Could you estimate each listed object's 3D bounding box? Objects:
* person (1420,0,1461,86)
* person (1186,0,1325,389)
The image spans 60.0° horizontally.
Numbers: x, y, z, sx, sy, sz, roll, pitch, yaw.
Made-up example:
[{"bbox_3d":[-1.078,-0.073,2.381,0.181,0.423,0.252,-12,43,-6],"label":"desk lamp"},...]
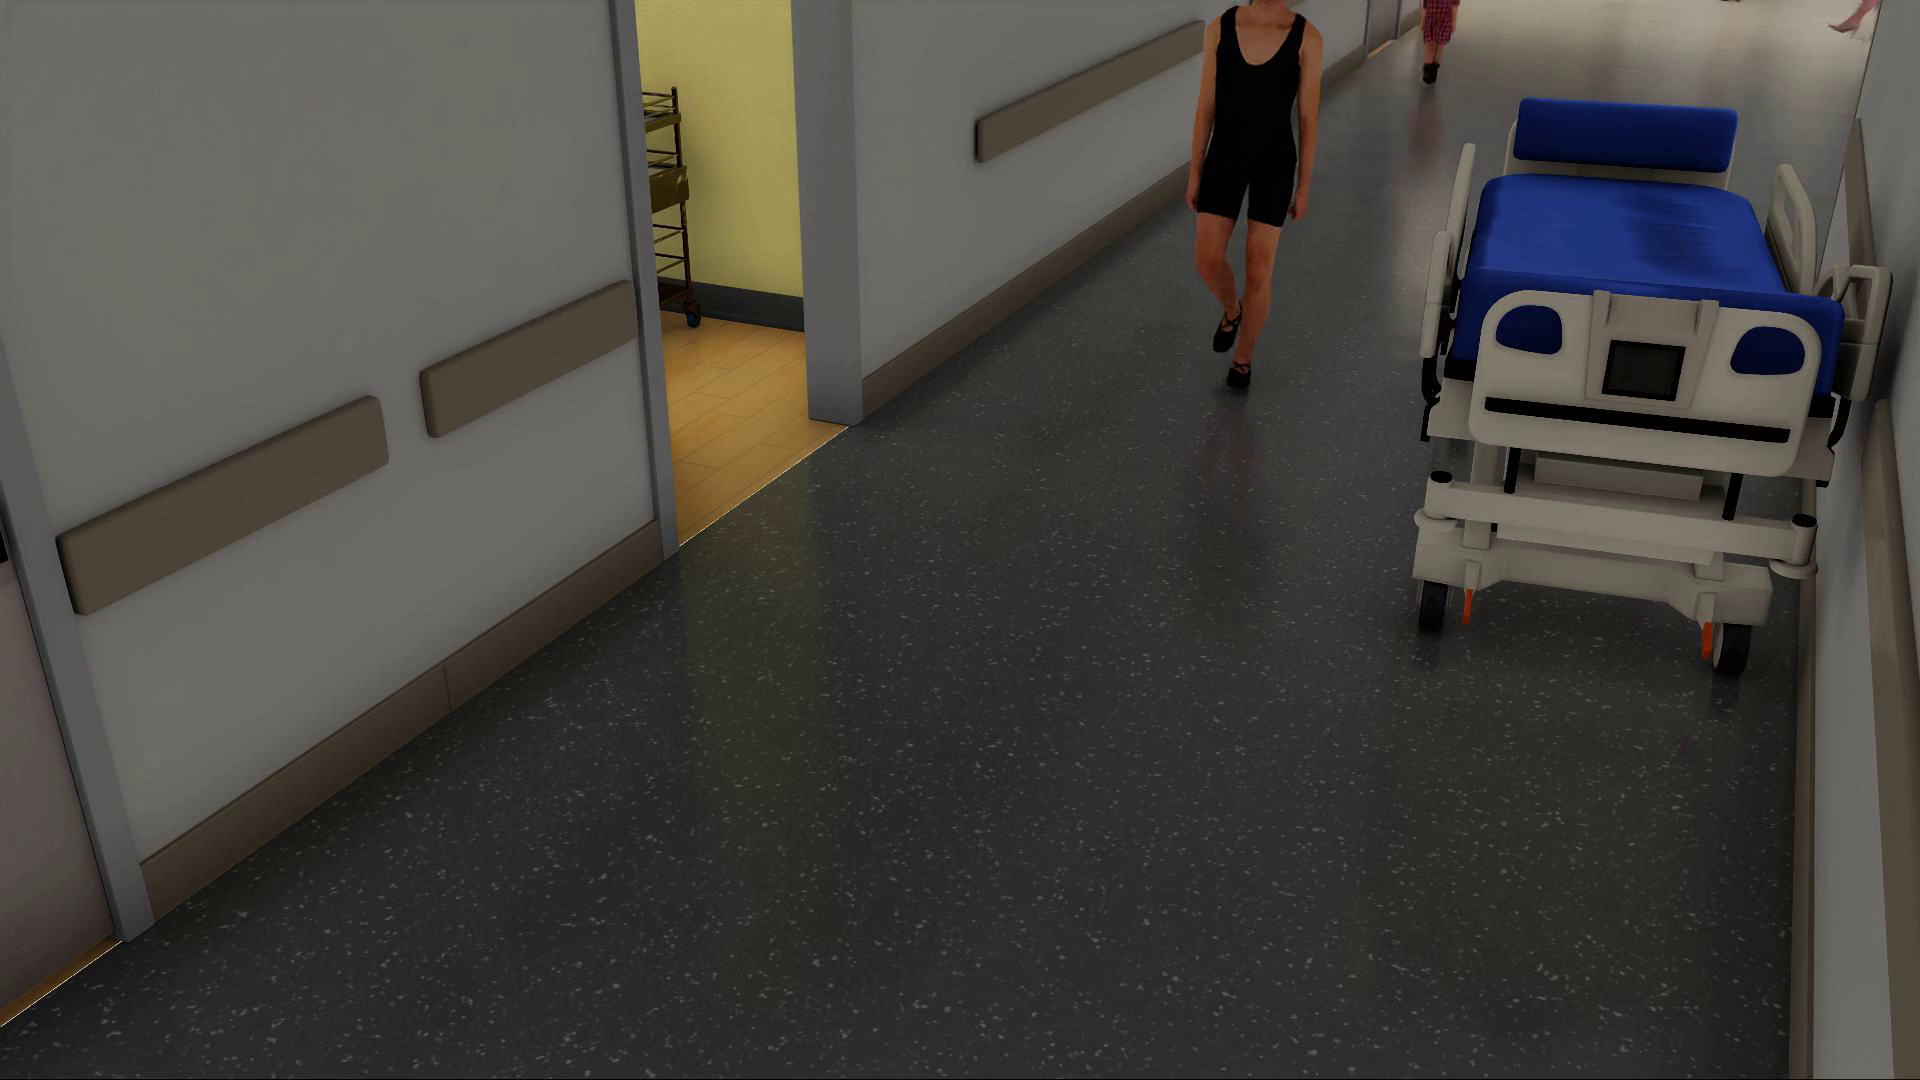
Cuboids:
[{"bbox_3d":[3.775,-4.102,13.086,0.670,1.003,0.542,9,27,17],"label":"person"},{"bbox_3d":[1.211,-1.533,6.838,0.682,1.802,0.762,8,27,17],"label":"person"}]
